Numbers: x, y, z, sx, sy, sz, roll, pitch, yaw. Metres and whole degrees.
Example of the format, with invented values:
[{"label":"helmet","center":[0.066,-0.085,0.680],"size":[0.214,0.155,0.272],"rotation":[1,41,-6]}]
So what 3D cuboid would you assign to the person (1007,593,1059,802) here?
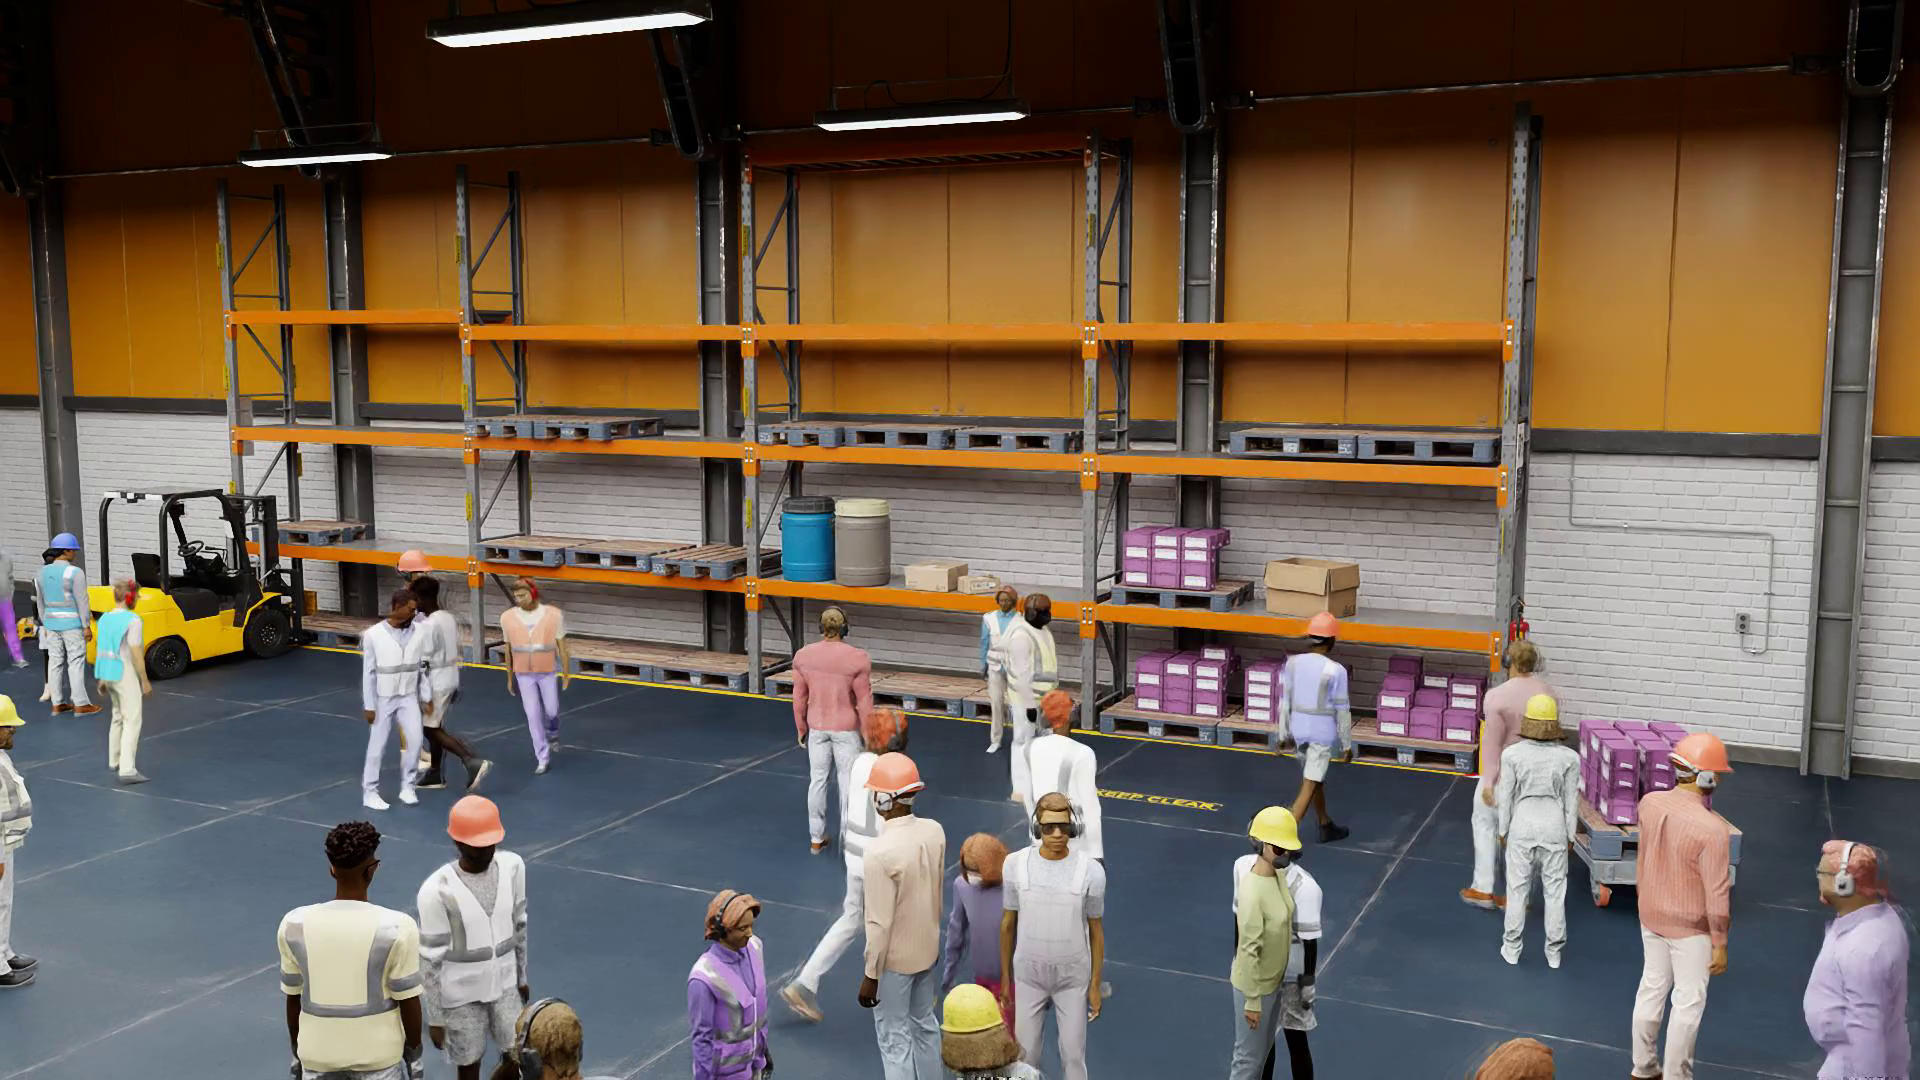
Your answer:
[{"label":"person","center":[0.653,1.358,14.218],"size":[0.488,1.827,0.623],"rotation":[4,8,28]}]

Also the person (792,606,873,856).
[{"label":"person","center":[-0.969,1.469,12.831],"size":[0.636,1.938,0.358],"rotation":[2,7,14]}]

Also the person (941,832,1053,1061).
[{"label":"person","center":[0.145,2.204,8.285],"size":[0.580,1.562,0.897],"rotation":[6,9,43]}]

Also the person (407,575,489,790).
[{"label":"person","center":[-4.516,1.265,14.552],"size":[0.722,1.941,0.619],"rotation":[0,7,4]}]

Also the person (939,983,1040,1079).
[{"label":"person","center":[0.108,2.421,5.891],"size":[0.540,1.711,0.562],"rotation":[-5,9,-38]}]

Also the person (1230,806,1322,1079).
[{"label":"person","center":[1.576,2.145,8.308],"size":[0.323,1.690,0.547],"rotation":[-5,9,-37]}]

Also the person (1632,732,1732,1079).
[{"label":"person","center":[3.734,1.964,8.579],"size":[0.413,1.984,0.624],"rotation":[-2,7,-16]}]

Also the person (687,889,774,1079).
[{"label":"person","center":[-0.992,2.303,7.210],"size":[0.325,1.630,0.520],"rotation":[3,8,23]}]

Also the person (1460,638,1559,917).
[{"label":"person","center":[3.811,1.631,11.583],"size":[0.638,1.921,0.608],"rotation":[-3,7,-20]}]

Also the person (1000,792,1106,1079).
[{"label":"person","center":[0.437,2.107,7.950],"size":[0.506,1.847,0.345],"rotation":[1,7,10]}]

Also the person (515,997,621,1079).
[{"label":"person","center":[-1.257,2.393,5.264],"size":[0.386,1.928,0.641],"rotation":[4,8,28]}]

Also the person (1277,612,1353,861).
[{"label":"person","center":[2.721,1.499,12.826],"size":[1.003,1.892,0.561],"rotation":[-6,9,-39]}]

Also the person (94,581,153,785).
[{"label":"person","center":[-7.596,1.277,15.072],"size":[0.765,1.793,0.532],"rotation":[5,8,34]}]

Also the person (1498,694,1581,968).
[{"label":"person","center":[3.676,1.842,10.590],"size":[0.485,1.737,0.321],"rotation":[2,7,15]}]

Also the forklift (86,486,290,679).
[{"label":"forklift","center":[-9.426,0.454,20.179],"size":[1.214,2.155,2.313],"rotation":[3,8,26]}]

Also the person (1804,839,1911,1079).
[{"label":"person","center":[3.932,2.210,7.073],"size":[0.950,1.865,0.651],"rotation":[5,9,36]}]

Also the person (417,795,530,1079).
[{"label":"person","center":[-2.231,2.102,7.748],"size":[0.489,1.914,0.581],"rotation":[7,10,44]}]

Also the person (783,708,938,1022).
[{"label":"person","center":[-0.580,1.900,9.668],"size":[0.879,1.857,0.575],"rotation":[-4,8,-30]}]

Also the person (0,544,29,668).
[{"label":"person","center":[-11.752,0.698,20.212],"size":[0.900,1.704,0.567],"rotation":[4,8,30]}]

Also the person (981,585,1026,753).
[{"label":"person","center":[0.456,1.246,15.932],"size":[0.524,1.636,0.314],"rotation":[3,7,22]}]

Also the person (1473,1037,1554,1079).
[{"label":"person","center":[1.866,2.484,5.757],"size":[0.381,1.612,0.519],"rotation":[0,7,0]}]

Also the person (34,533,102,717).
[{"label":"person","center":[-9.428,0.897,17.560],"size":[0.602,1.940,0.402],"rotation":[2,7,15]}]

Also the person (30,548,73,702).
[{"label":"person","center":[-9.914,0.931,18.276],"size":[0.539,1.696,0.317],"rotation":[-2,7,-12]}]

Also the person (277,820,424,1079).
[{"label":"person","center":[-2.570,2.160,7.074],"size":[0.598,1.958,0.373],"rotation":[0,7,0]}]

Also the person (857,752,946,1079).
[{"label":"person","center":[-0.300,2.015,8.098],"size":[0.396,1.992,0.622],"rotation":[4,8,31]}]

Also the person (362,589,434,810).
[{"label":"person","center":[-4.783,1.346,14.131],"size":[0.515,1.880,0.596],"rotation":[6,9,41]}]

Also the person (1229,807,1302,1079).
[{"label":"person","center":[1.476,2.141,8.008],"size":[0.323,1.764,0.533],"rotation":[3,8,24]}]

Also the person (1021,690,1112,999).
[{"label":"person","center":[0.652,1.844,10.093],"size":[0.404,1.856,0.673],"rotation":[-6,9,-39]}]

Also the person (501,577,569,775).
[{"label":"person","center":[-3.929,1.222,15.414],"size":[0.597,1.807,0.698],"rotation":[-1,7,-10]}]

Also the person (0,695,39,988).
[{"label":"person","center":[-5.919,1.848,10.221],"size":[0.403,1.817,0.601],"rotation":[-4,8,-30]}]

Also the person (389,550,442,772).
[{"label":"person","center":[-5.034,1.106,15.407],"size":[0.378,2.045,0.605],"rotation":[0,7,0]}]
